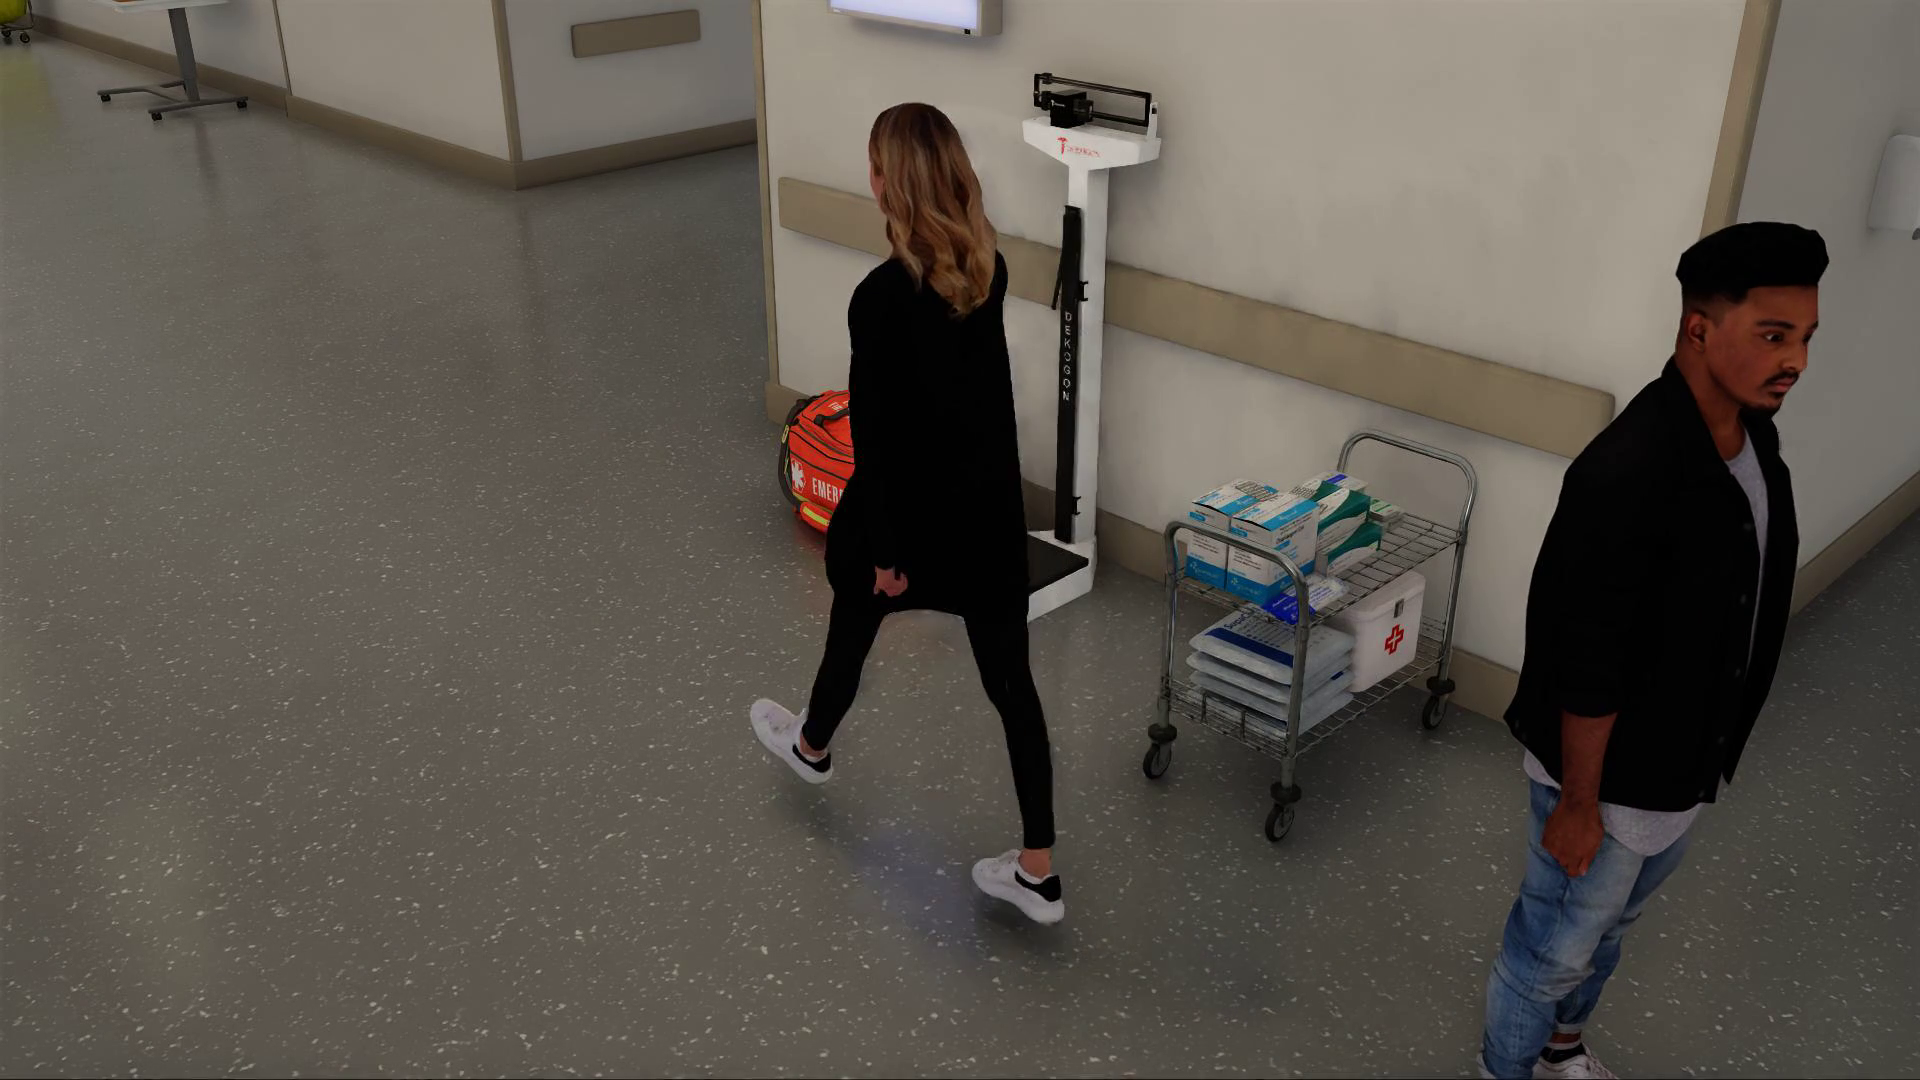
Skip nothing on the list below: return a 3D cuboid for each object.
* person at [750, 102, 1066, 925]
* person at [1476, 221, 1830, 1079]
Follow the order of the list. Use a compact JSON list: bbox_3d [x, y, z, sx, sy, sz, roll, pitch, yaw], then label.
[{"bbox_3d":[0.028,0.026,3.558,0.667,1.743,1.234,-22,33,-37],"label":"person"},{"bbox_3d":[1.142,0.326,2.865,0.684,1.804,0.582,-22,33,-38],"label":"person"}]
